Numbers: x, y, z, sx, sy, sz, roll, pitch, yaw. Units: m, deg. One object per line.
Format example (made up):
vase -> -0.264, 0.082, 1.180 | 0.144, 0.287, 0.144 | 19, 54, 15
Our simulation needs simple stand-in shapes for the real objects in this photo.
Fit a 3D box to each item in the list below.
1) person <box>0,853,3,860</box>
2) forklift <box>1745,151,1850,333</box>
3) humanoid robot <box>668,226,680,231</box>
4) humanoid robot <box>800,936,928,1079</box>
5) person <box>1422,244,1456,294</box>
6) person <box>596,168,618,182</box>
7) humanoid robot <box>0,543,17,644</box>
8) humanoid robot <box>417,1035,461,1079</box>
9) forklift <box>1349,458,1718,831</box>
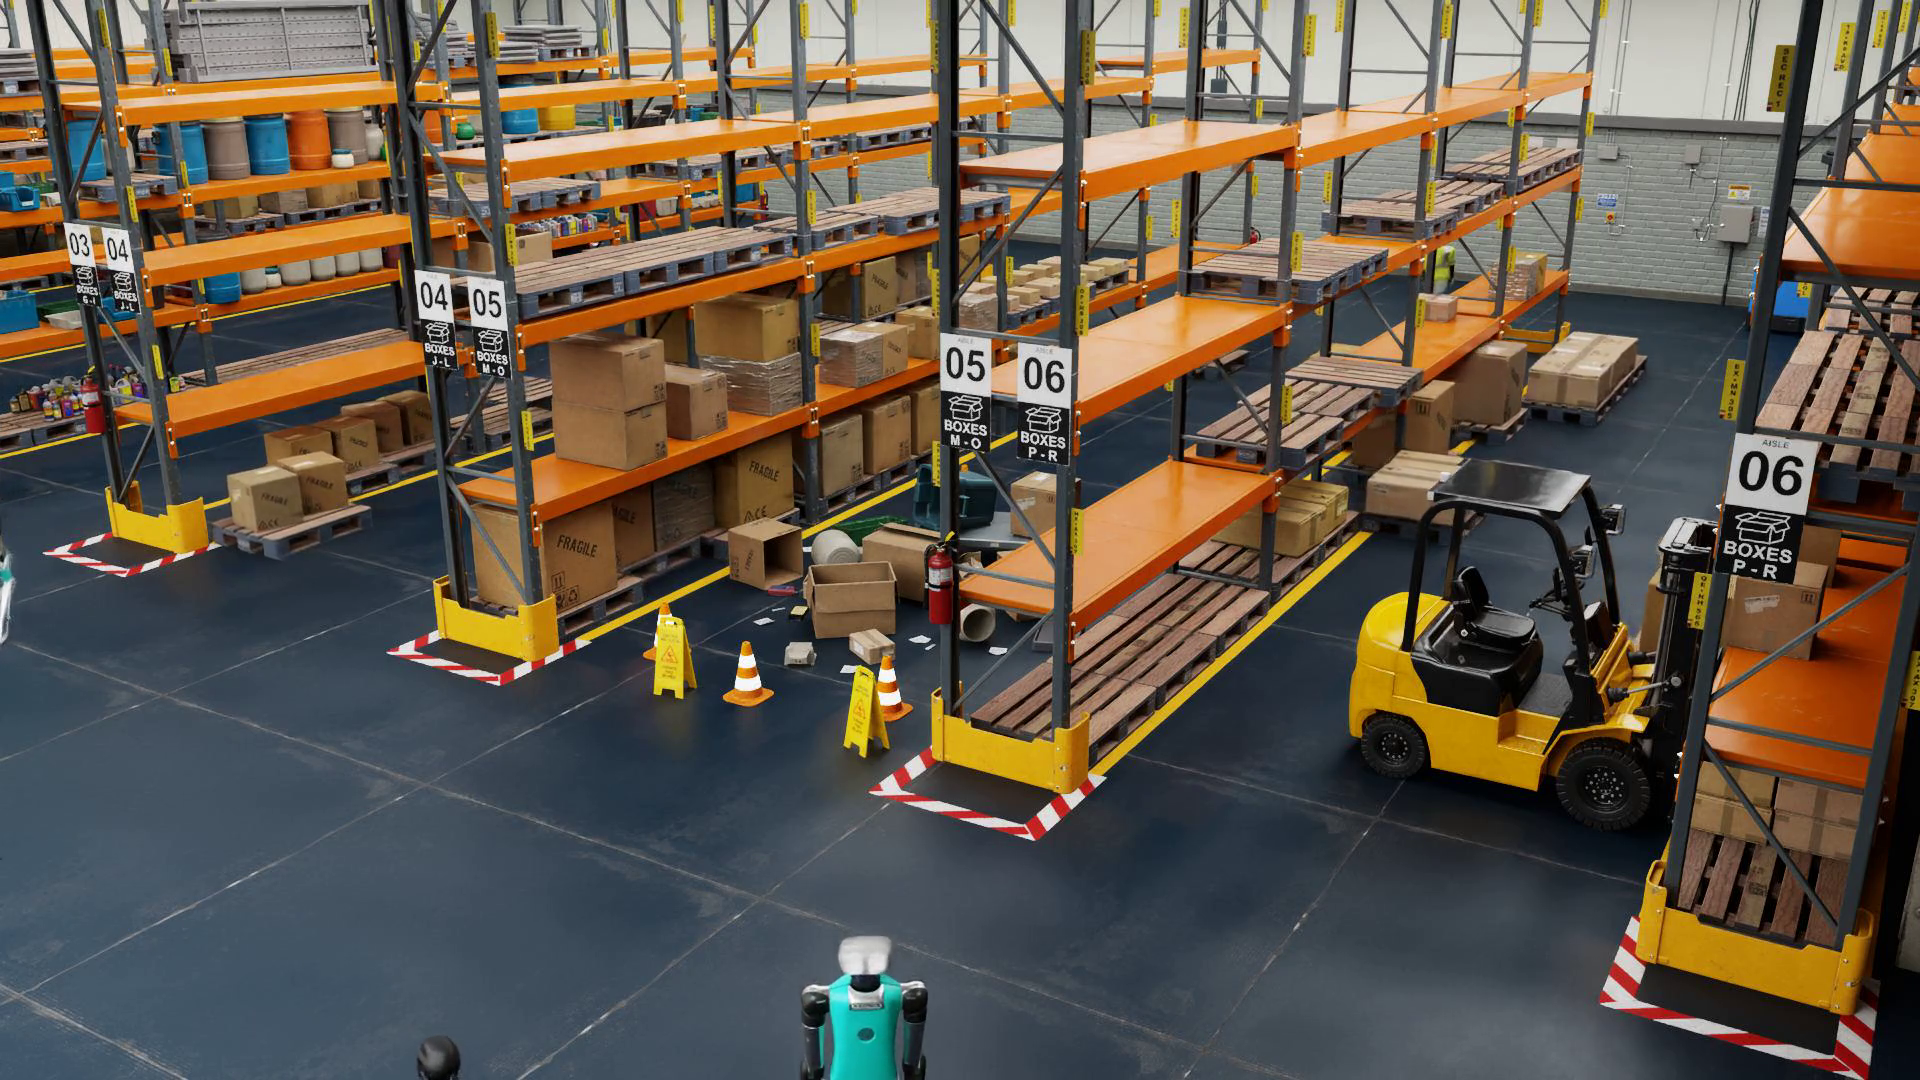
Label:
person -> -6.575, 1.214, 10.602 | 0.873, 1.903, 0.642 | 15, 24, 37
forklift -> 13.620, -4.667, 26.137 | 1.873, 2.768, 1.129 | 11, 22, 29
humanoid robot -> -6.387, -7.659, 36.691 | 0.614, 1.622, 0.812 | -16, 25, -39
humanoid robot -> -0.430, 2.483, 7.297 | 0.548, 1.871, 0.657 | -2, 19, -7
person -> 7.614, -4.188, 26.599 | 0.788, 1.667, 0.536 | -16, 25, -39
person -> -7.628, -7.477, 35.921 | 0.530, 1.786, 0.578 | -11, 22, -28
humanoid robot -> -8.311, 0.138, 14.069 | 0.539, 1.845, 0.764 | -3, 19, -10
humanoid robot -> -2.059, 2.699, 6.651 | 0.603, 1.657, 0.380 | -14, 24, -35
forklift -> 3.988, 0.658, 11.776 | 2.313, 2.155, 1.214 | 11, 22, 29
